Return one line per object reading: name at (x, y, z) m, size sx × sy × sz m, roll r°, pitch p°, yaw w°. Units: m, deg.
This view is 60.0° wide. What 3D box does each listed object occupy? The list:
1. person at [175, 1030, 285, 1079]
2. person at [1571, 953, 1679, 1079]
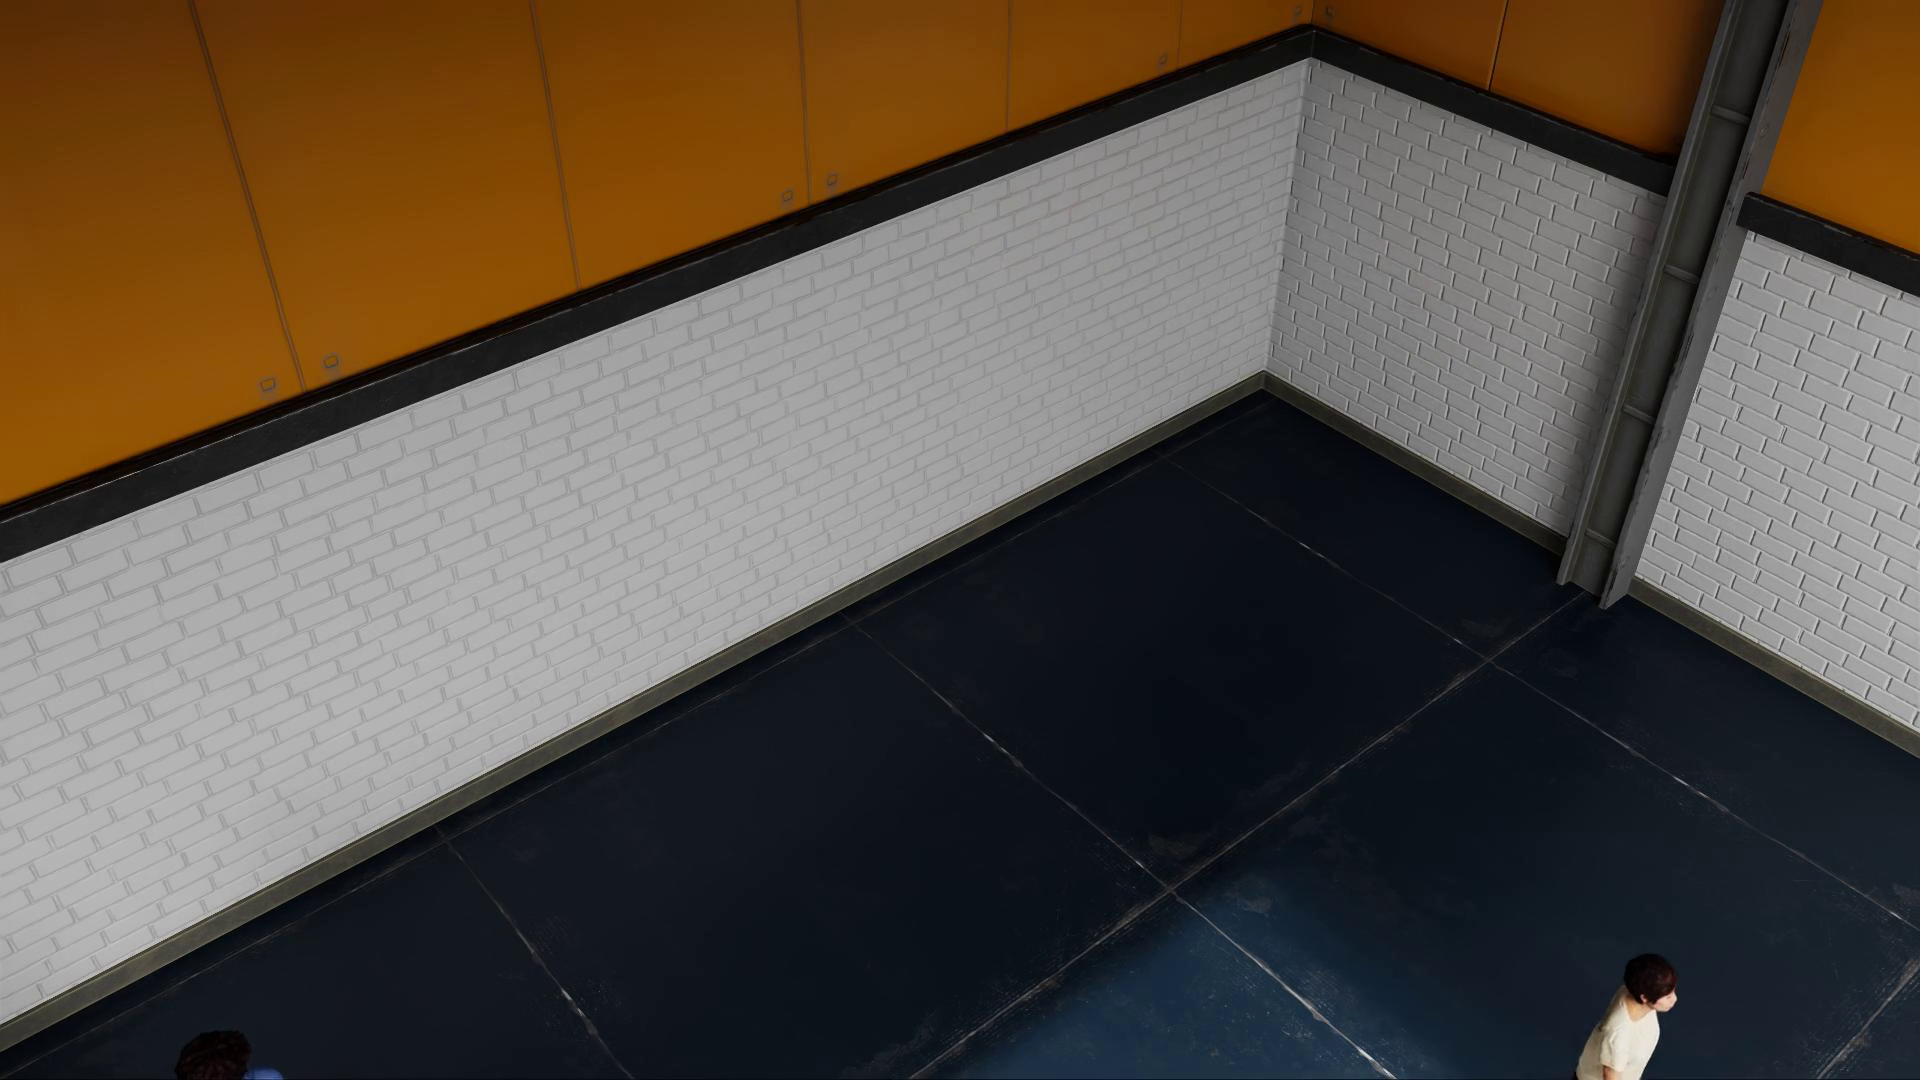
person at (-3.026, 2.715, 7.155) m, size 0.619 × 1.804 × 0.710 m, roll 27°, pitch 46°, yaw 30°
person at (2.910, 2.448, 7.692) m, size 1.024 × 1.550 × 0.672 m, roll 30°, pitch 47°, yaw 32°
